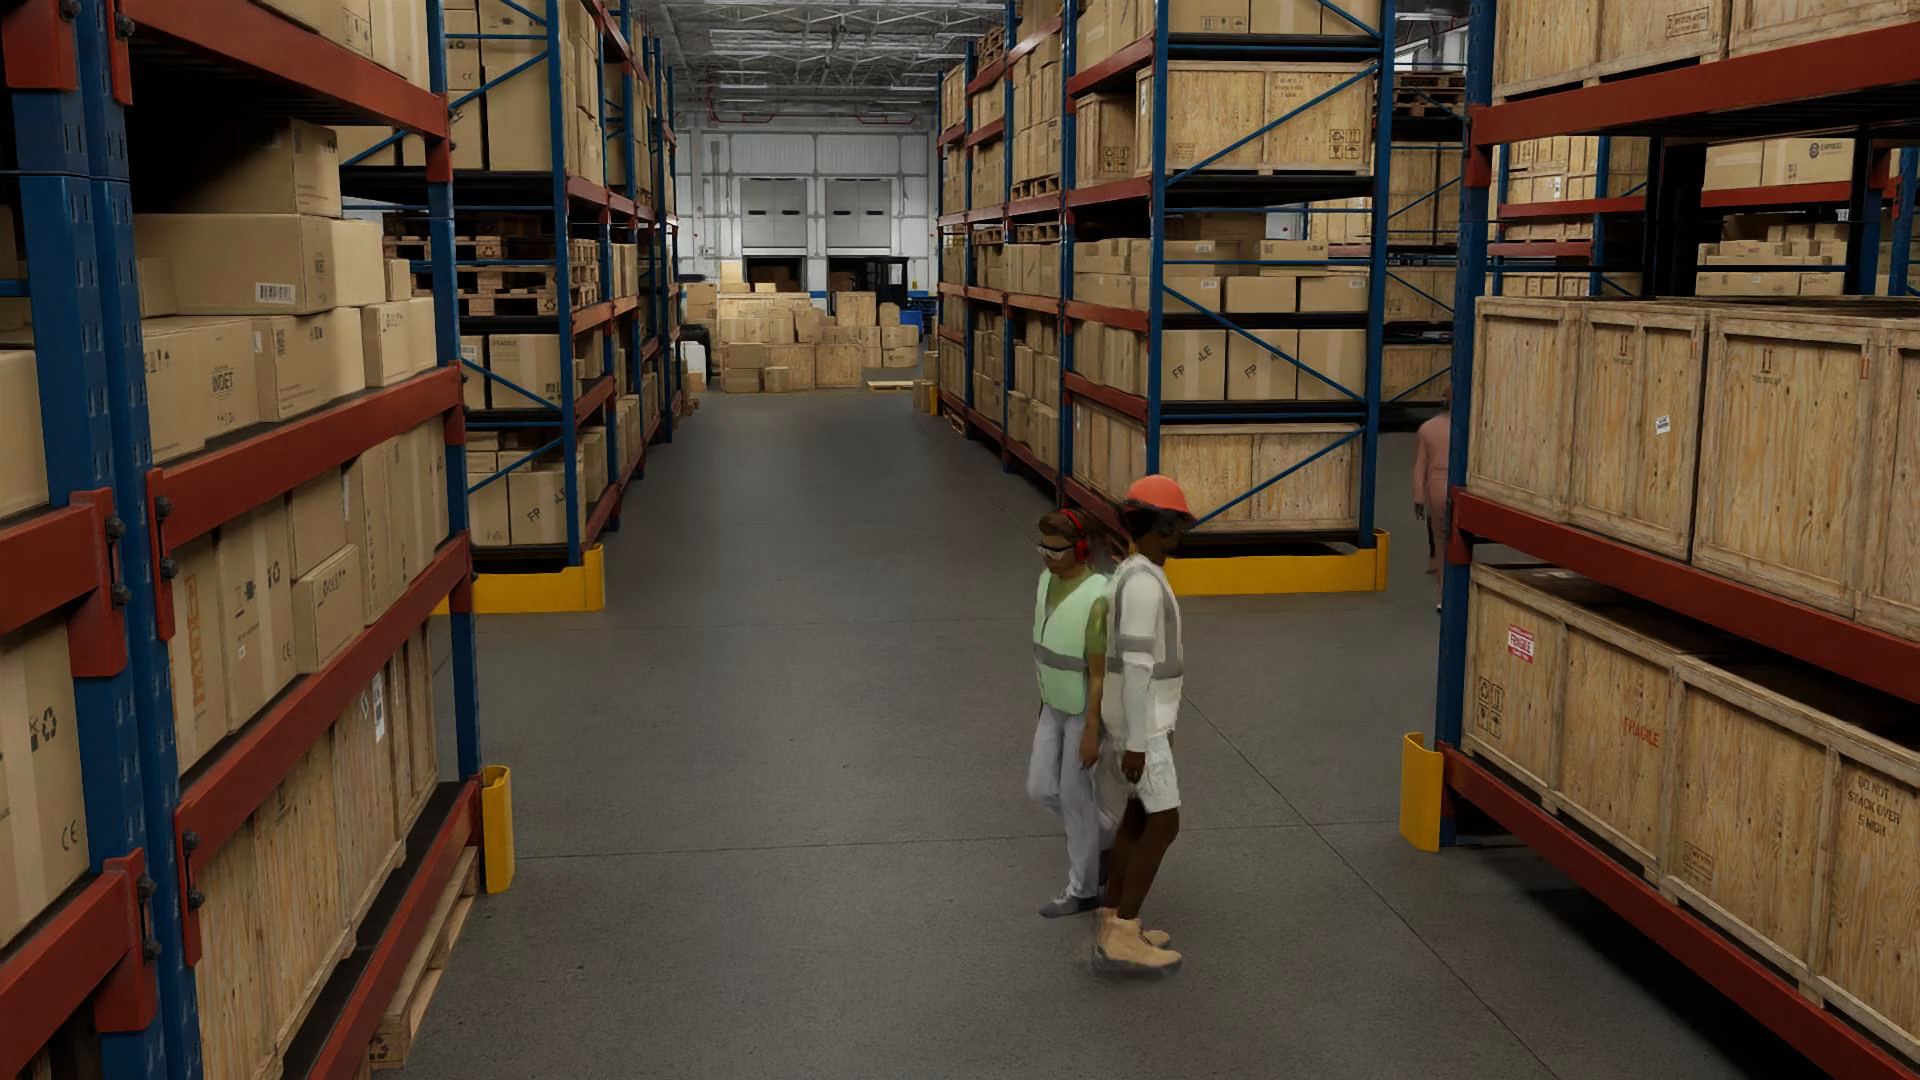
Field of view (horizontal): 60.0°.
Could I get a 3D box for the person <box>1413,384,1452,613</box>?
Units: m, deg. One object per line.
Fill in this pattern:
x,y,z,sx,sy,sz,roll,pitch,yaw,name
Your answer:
4.056,-0.354,13.609,0.639,1.858,1.003,6,12,33,person

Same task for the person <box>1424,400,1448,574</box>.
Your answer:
4.390,-0.476,14.842,0.544,1.681,0.524,0,10,0,person

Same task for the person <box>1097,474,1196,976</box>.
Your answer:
0.767,0.743,6.833,0.421,1.990,0.692,0,10,2,person

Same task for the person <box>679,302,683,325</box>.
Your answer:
-10.323,-8.290,59.698,0.999,1.885,0.651,0,10,1,person

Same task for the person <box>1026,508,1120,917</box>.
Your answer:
0.539,0.749,7.298,0.484,1.819,0.615,-5,11,-25,person

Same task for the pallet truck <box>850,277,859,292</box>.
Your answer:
-3.782,-9.391,65.808,1.885,1.965,0.823,2,10,10,pallet truck

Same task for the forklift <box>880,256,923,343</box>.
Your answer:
-2.114,-7.817,54.072,1.129,2.768,1.873,-6,12,-33,forklift
